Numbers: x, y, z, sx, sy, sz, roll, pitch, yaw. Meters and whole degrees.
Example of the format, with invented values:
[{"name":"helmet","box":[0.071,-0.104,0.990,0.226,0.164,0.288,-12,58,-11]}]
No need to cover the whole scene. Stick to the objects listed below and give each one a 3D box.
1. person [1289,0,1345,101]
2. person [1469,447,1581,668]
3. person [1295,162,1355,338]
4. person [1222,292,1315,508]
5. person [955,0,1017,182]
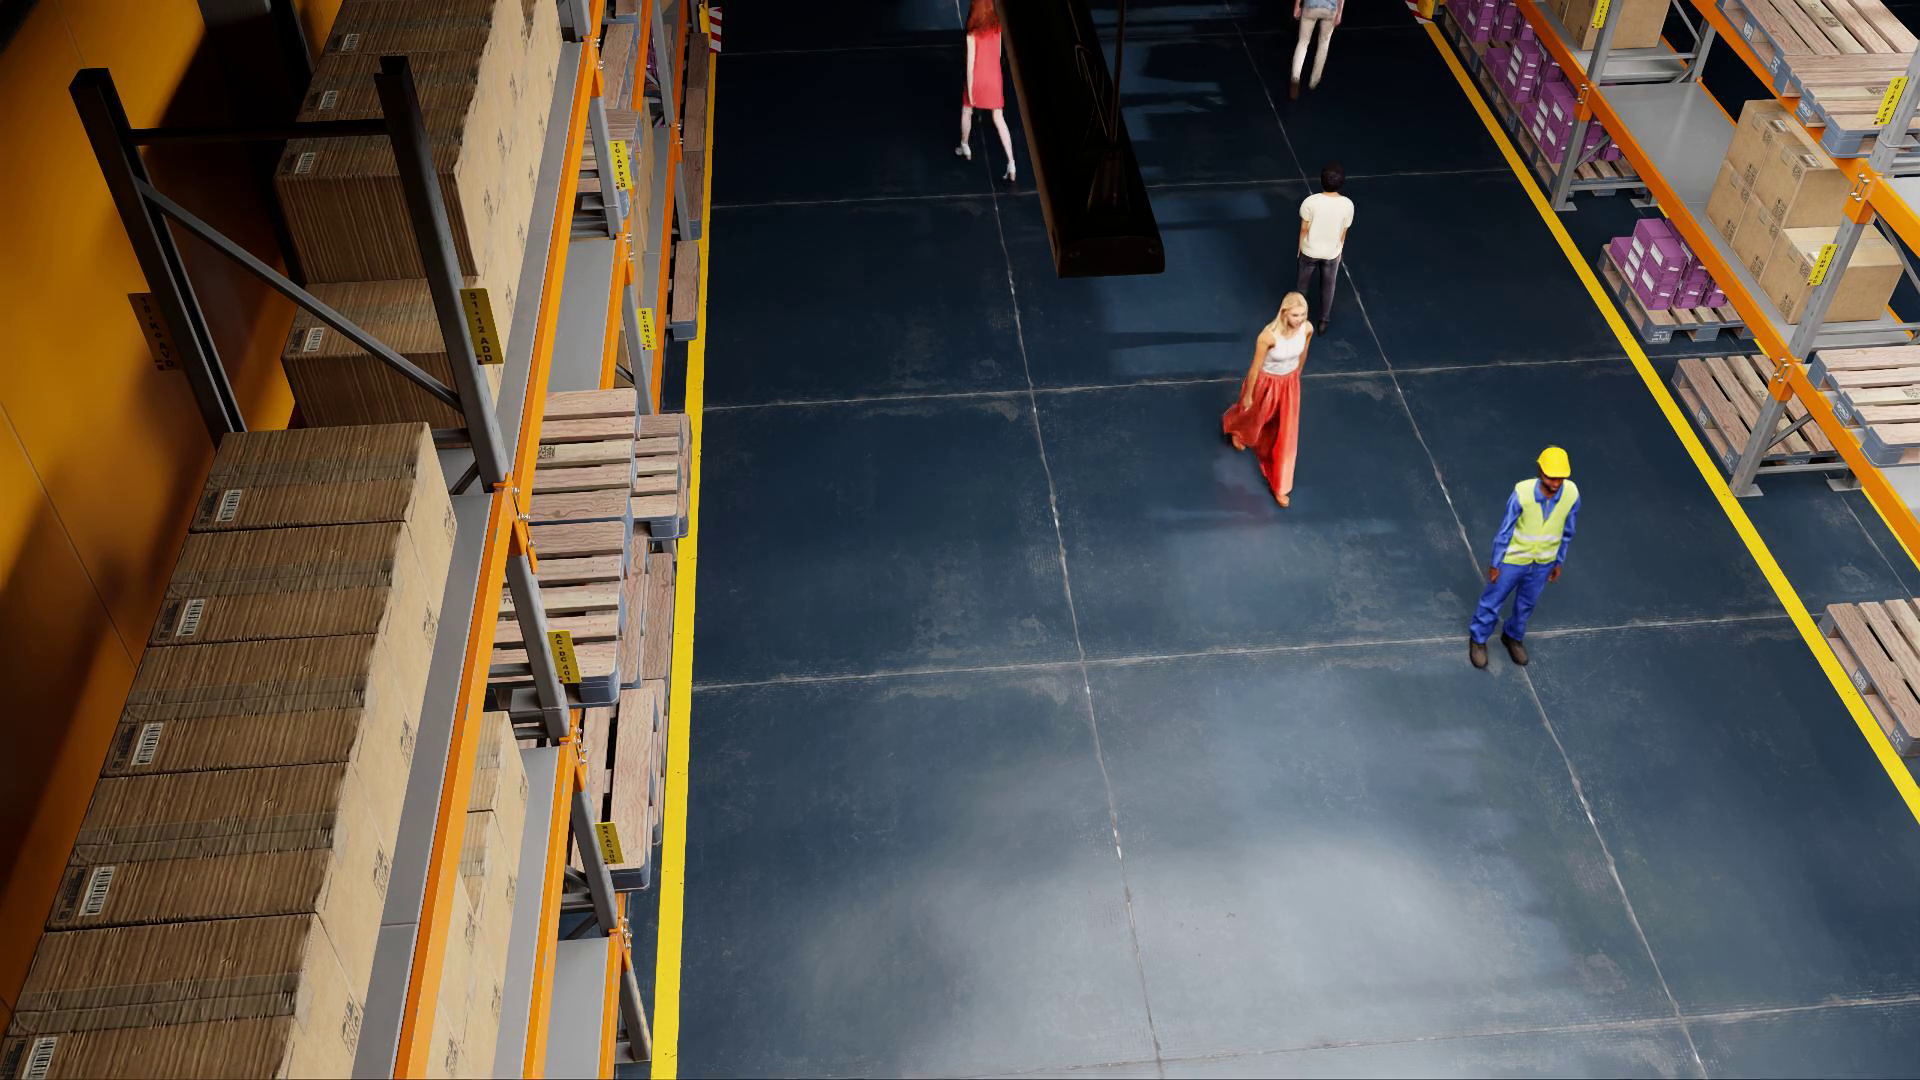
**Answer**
[{"name":"person","box":[3.542,-5.232,16.480,0.923,1.825,1.138,14,45,15]},{"name":"person","box":[3.707,0.093,10.900,0.666,1.812,0.572,-1,44,-1]},{"name":"person","box":[2.958,-2.366,13.648,0.614,1.583,0.528,3,44,3]},{"name":"person","box":[2.274,-1.178,12.284,0.789,1.744,1.263,-11,45,-11]},{"name":"person","box":[0.290,-4.150,15.375,0.957,1.784,1.225,-24,48,-23]}]
